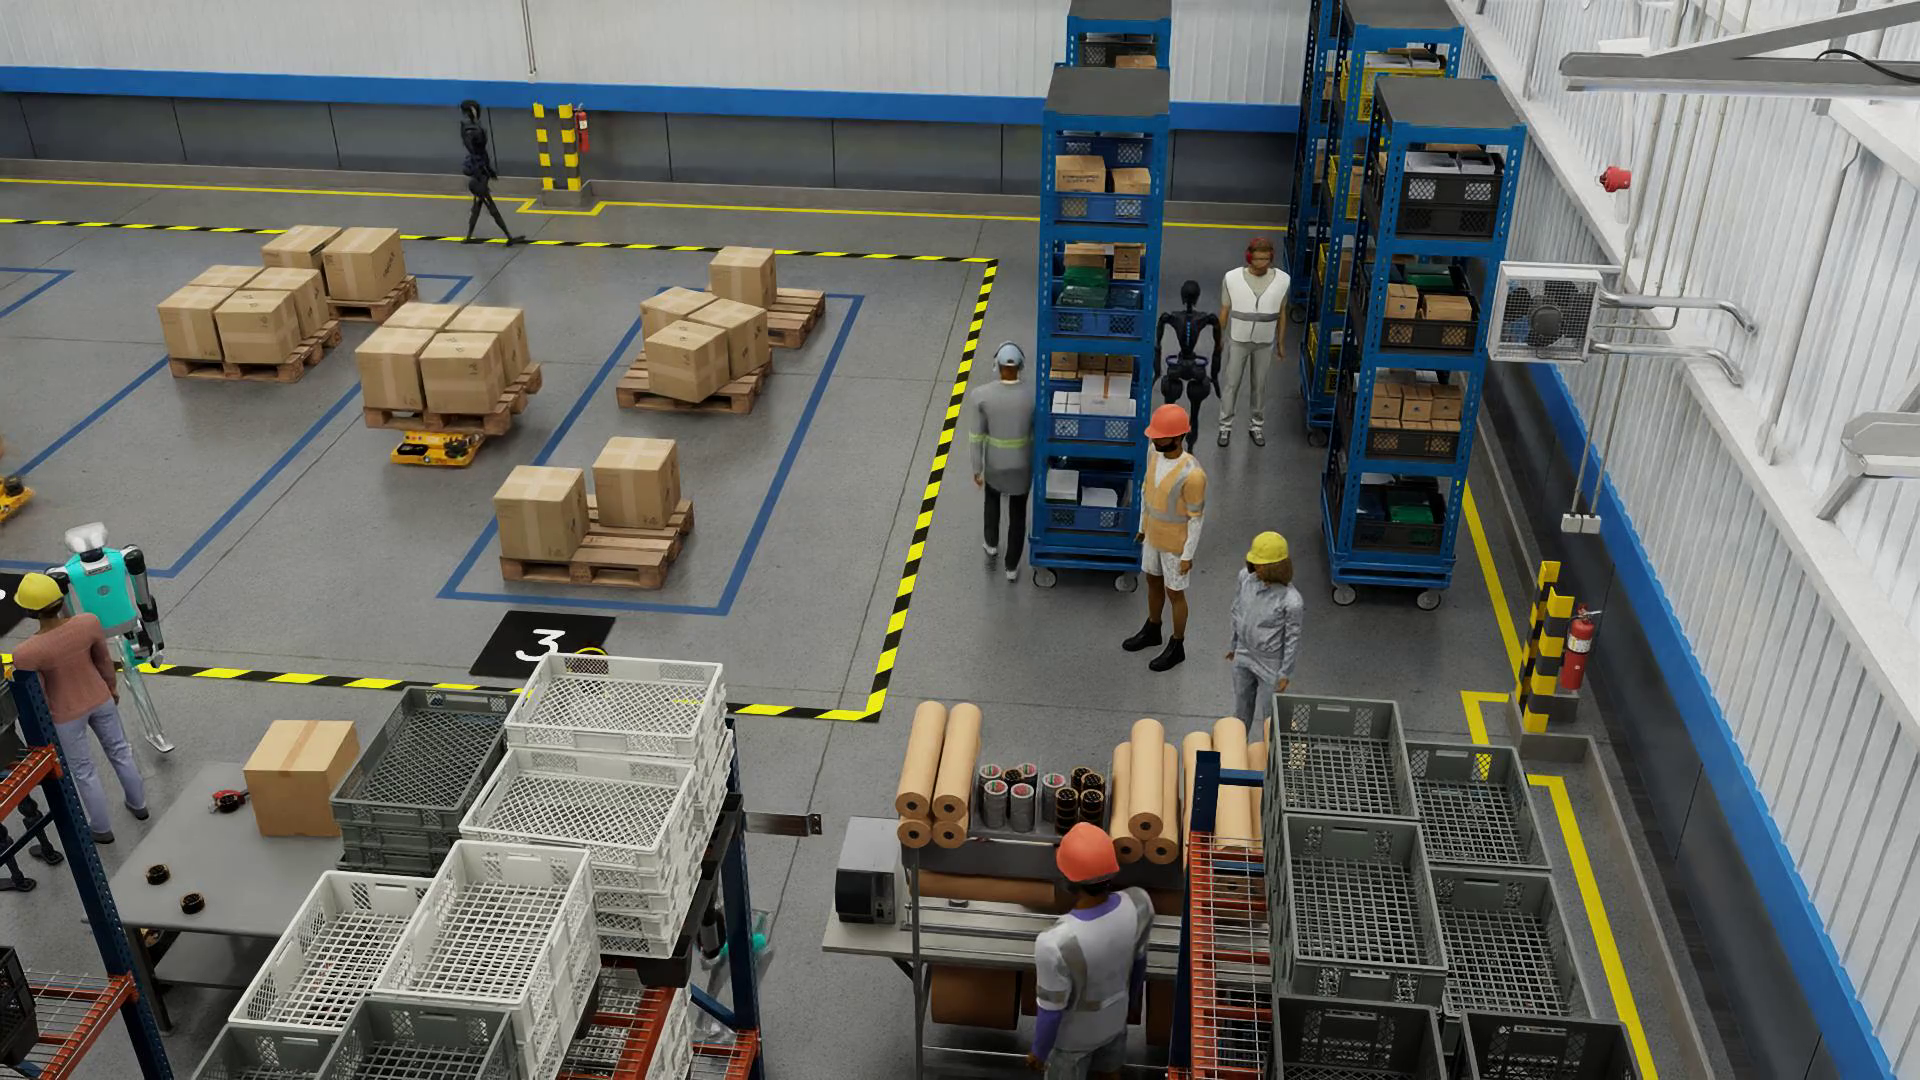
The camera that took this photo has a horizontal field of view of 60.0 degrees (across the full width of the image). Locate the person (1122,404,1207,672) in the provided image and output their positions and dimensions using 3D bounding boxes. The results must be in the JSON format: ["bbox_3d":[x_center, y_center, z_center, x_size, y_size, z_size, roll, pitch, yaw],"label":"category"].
[{"bbox_3d":[1.353,-0.020,11.049,0.365,1.935,0.551,-17,34,-27],"label":"person"}]

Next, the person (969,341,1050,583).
[{"bbox_3d":[0.369,-0.622,12.197,0.597,1.824,0.746,1,30,2],"label":"person"}]

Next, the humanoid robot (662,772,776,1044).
[{"bbox_3d":[-1.194,1.798,8.130,0.746,1.799,0.540,-25,38,-36],"label":"humanoid robot"}]

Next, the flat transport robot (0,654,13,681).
[{"bbox_3d":[-7.142,0.969,11.010,1.431,0.231,0.659,3,30,6],"label":"flat transport robot"}]

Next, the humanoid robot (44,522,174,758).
[{"bbox_3d":[-5.168,0.570,10.101,0.533,1.677,0.735,-21,36,-32],"label":"humanoid robot"}]

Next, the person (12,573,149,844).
[{"bbox_3d":[-5.064,0.955,9.539,0.300,1.772,0.529,17,34,26],"label":"person"}]

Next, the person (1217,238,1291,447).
[{"bbox_3d":[2.442,-1.666,13.969,0.571,1.841,0.376,0,30,0],"label":"person"}]

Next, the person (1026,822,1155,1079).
[{"bbox_3d":[0.540,2.088,7.328,0.611,2.039,0.390,-20,36,-30],"label":"person"}]

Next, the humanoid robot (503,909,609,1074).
[{"bbox_3d":[-1.884,2.084,7.693,0.609,1.651,0.383,13,33,21],"label":"humanoid robot"}]

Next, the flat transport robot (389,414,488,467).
[{"bbox_3d":[-4.369,-1.063,14.471,0.652,0.197,1.431,3,30,6],"label":"flat transport robot"}]

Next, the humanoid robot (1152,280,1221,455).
[{"bbox_3d":[1.850,-1.359,13.599,0.587,1.647,0.394,3,30,5],"label":"humanoid robot"}]

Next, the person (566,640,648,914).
[{"bbox_3d":[-1.855,1.333,8.792,0.507,1.872,0.328,-8,31,-14],"label":"person"}]

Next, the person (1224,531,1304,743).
[{"bbox_3d":[1.795,0.711,9.983,0.309,1.744,0.485,-22,37,-33],"label":"person"}]

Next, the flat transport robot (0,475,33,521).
[{"bbox_3d":[-8.244,-0.321,13.198,1.431,0.197,0.652,3,30,6],"label":"flat transport robot"}]

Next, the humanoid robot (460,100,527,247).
[{"bbox_3d":[-5.199,-4.012,18.195,0.757,1.631,0.584,-2,30,-3],"label":"humanoid robot"}]

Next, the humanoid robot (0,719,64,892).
[{"bbox_3d":[-5.406,1.214,9.177,0.315,1.654,0.599,9,31,16],"label":"humanoid robot"}]
